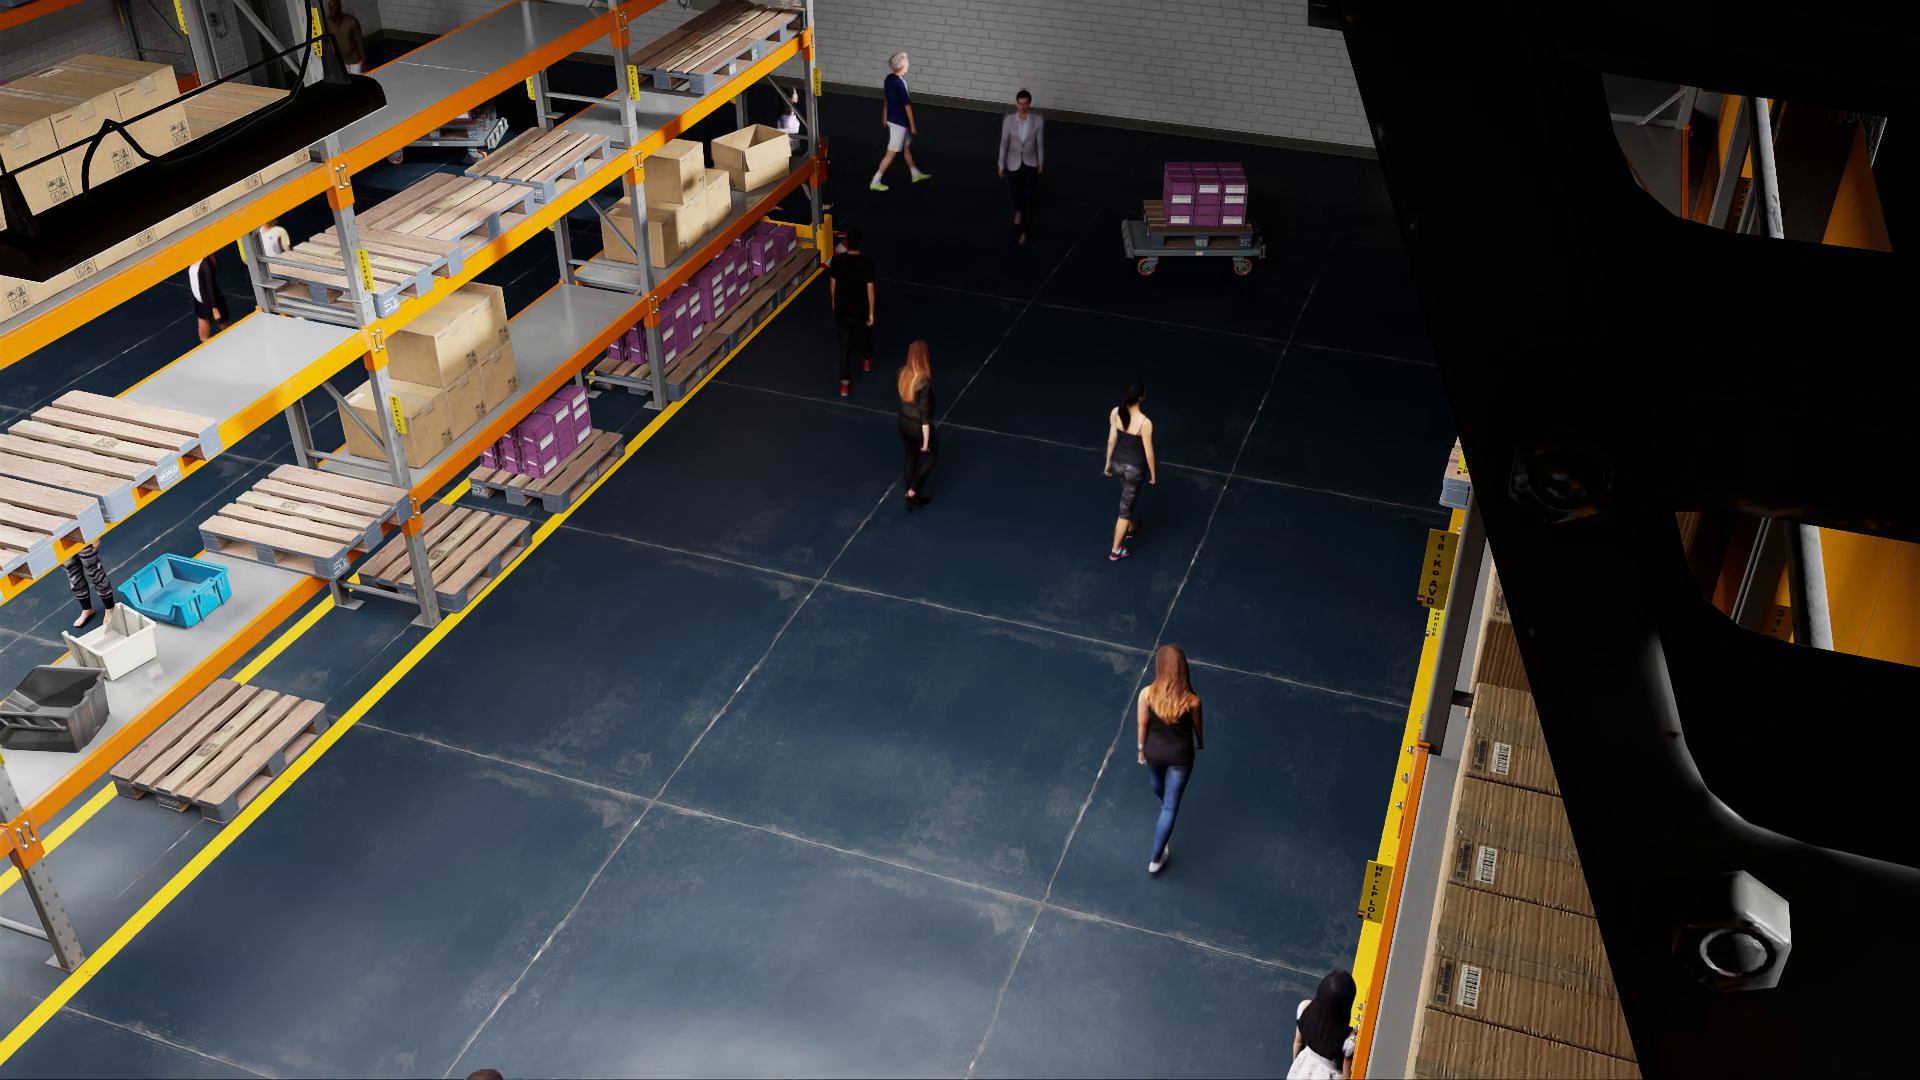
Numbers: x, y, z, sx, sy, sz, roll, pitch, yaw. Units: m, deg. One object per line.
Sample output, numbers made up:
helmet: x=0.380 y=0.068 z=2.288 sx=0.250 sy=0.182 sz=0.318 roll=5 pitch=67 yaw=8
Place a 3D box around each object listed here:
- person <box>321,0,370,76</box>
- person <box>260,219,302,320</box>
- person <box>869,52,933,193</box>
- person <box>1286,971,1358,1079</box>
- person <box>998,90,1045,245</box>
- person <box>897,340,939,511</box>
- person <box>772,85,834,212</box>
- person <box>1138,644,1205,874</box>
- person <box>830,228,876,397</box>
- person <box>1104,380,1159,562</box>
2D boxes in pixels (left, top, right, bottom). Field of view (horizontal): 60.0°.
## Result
person: x=-8.740 y=-6.872 z=23.829 sx=0.831 sy=1.806 sz=0.802 roll=0 pitch=34 yaw=-1
person: x=-7.339 y=-2.869 z=17.912 sx=0.970 sy=1.689 sz=1.224 roll=-4 pitch=34 yaw=-6
person: x=-0.877 y=-5.381 z=21.603 sx=1.248 sy=1.788 sz=1.156 roll=-17 pitch=37 yaw=-23
person: x=1.948 y=2.997 z=9.015 sx=0.801 sy=1.769 sz=0.776 roll=-24 pitch=41 yaw=-32
person: x=0.772 y=-4.656 z=20.499 sx=0.866 sy=1.802 sz=1.271 roll=5 pitch=34 yaw=7
person: x=-0.477 y=-0.997 z=15.089 sx=0.808 sy=1.698 sz=0.744 roll=-24 pitch=41 yaw=-32
person: x=-2.241 y=-4.894 z=20.986 sx=0.928 sy=1.659 sz=1.126 roll=0 pitch=34 yaw=0
person: x=1.395 y=1.531 z=11.314 sx=0.621 sy=1.666 sz=1.097 roll=14 pitch=36 yaw=20
person: x=-1.121 y=-2.306 z=17.043 sx=0.860 sy=1.714 sz=1.217 roll=2 pitch=34 yaw=4
person: x=1.416 y=-0.575 z=14.439 sx=0.768 sy=1.714 sz=0.926 roll=25 pitch=41 yaw=32
